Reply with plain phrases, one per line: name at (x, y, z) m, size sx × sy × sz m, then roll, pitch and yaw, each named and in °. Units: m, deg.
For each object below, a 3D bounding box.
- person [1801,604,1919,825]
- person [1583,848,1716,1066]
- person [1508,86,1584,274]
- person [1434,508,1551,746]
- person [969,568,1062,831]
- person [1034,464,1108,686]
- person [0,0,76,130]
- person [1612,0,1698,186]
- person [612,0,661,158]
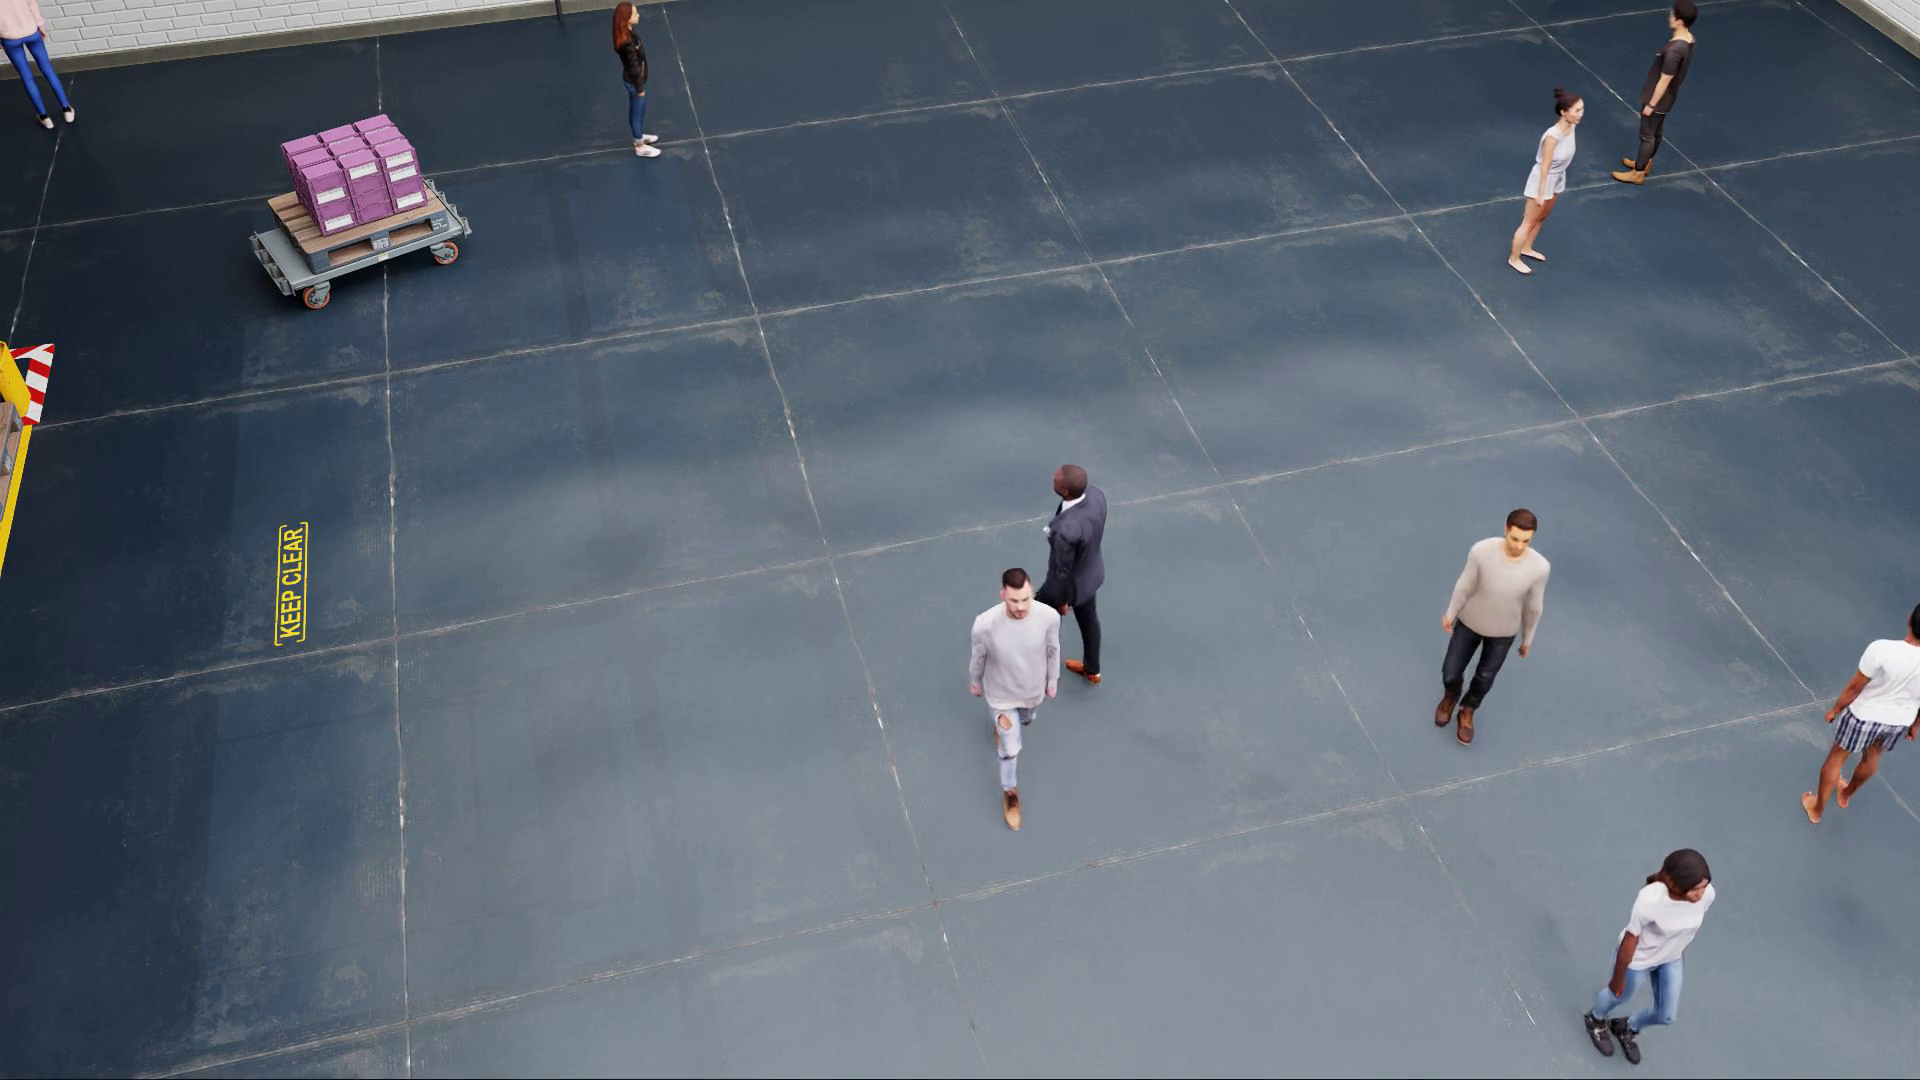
person at (5.313, 1.024, 9.628) m, size 0.776 × 1.728 × 0.810 m, roll 9°, pitch 44°, yaw 10°
person at (3.490, 2.076, 8.537) m, size 0.618 × 1.711 × 0.620 m, roll -9°, pitch 44°, yaw -9°
person at (4.918, -3.024, 13.963) m, size 0.678 × 1.611 × 0.654 m, roll 30°, pitch 51°, yaw 28°
person at (3.223, 0.460, 10.125) m, size 0.782 × 1.860 × 0.792 m, roll 13°, pitch 45°, yaw 13°
person at (0.311, 0.794, 9.811) m, size 0.711 × 1.809 × 1.133 m, roll -9°, pitch 44°, yaw -9°
person at (0.778, 0.272, 10.365) m, size 1.056 × 1.800 × 0.984 m, roll 27°, pitch 50°, yaw 26°
person at (-8.837, -4.730, 15.639) m, size 0.721 × 1.768 × 0.683 m, roll -28°, pitch 50°, yaw -26°
person at (6.303, -4.015, 14.928) m, size 0.744 × 1.714 × 0.707 m, roll 28°, pitch 50°, yaw 26°
person at (-3.019, -4.269, 15.362) m, size 0.622 × 1.483 × 0.451 m, roll -12°, pitch 45°, yaw -12°
